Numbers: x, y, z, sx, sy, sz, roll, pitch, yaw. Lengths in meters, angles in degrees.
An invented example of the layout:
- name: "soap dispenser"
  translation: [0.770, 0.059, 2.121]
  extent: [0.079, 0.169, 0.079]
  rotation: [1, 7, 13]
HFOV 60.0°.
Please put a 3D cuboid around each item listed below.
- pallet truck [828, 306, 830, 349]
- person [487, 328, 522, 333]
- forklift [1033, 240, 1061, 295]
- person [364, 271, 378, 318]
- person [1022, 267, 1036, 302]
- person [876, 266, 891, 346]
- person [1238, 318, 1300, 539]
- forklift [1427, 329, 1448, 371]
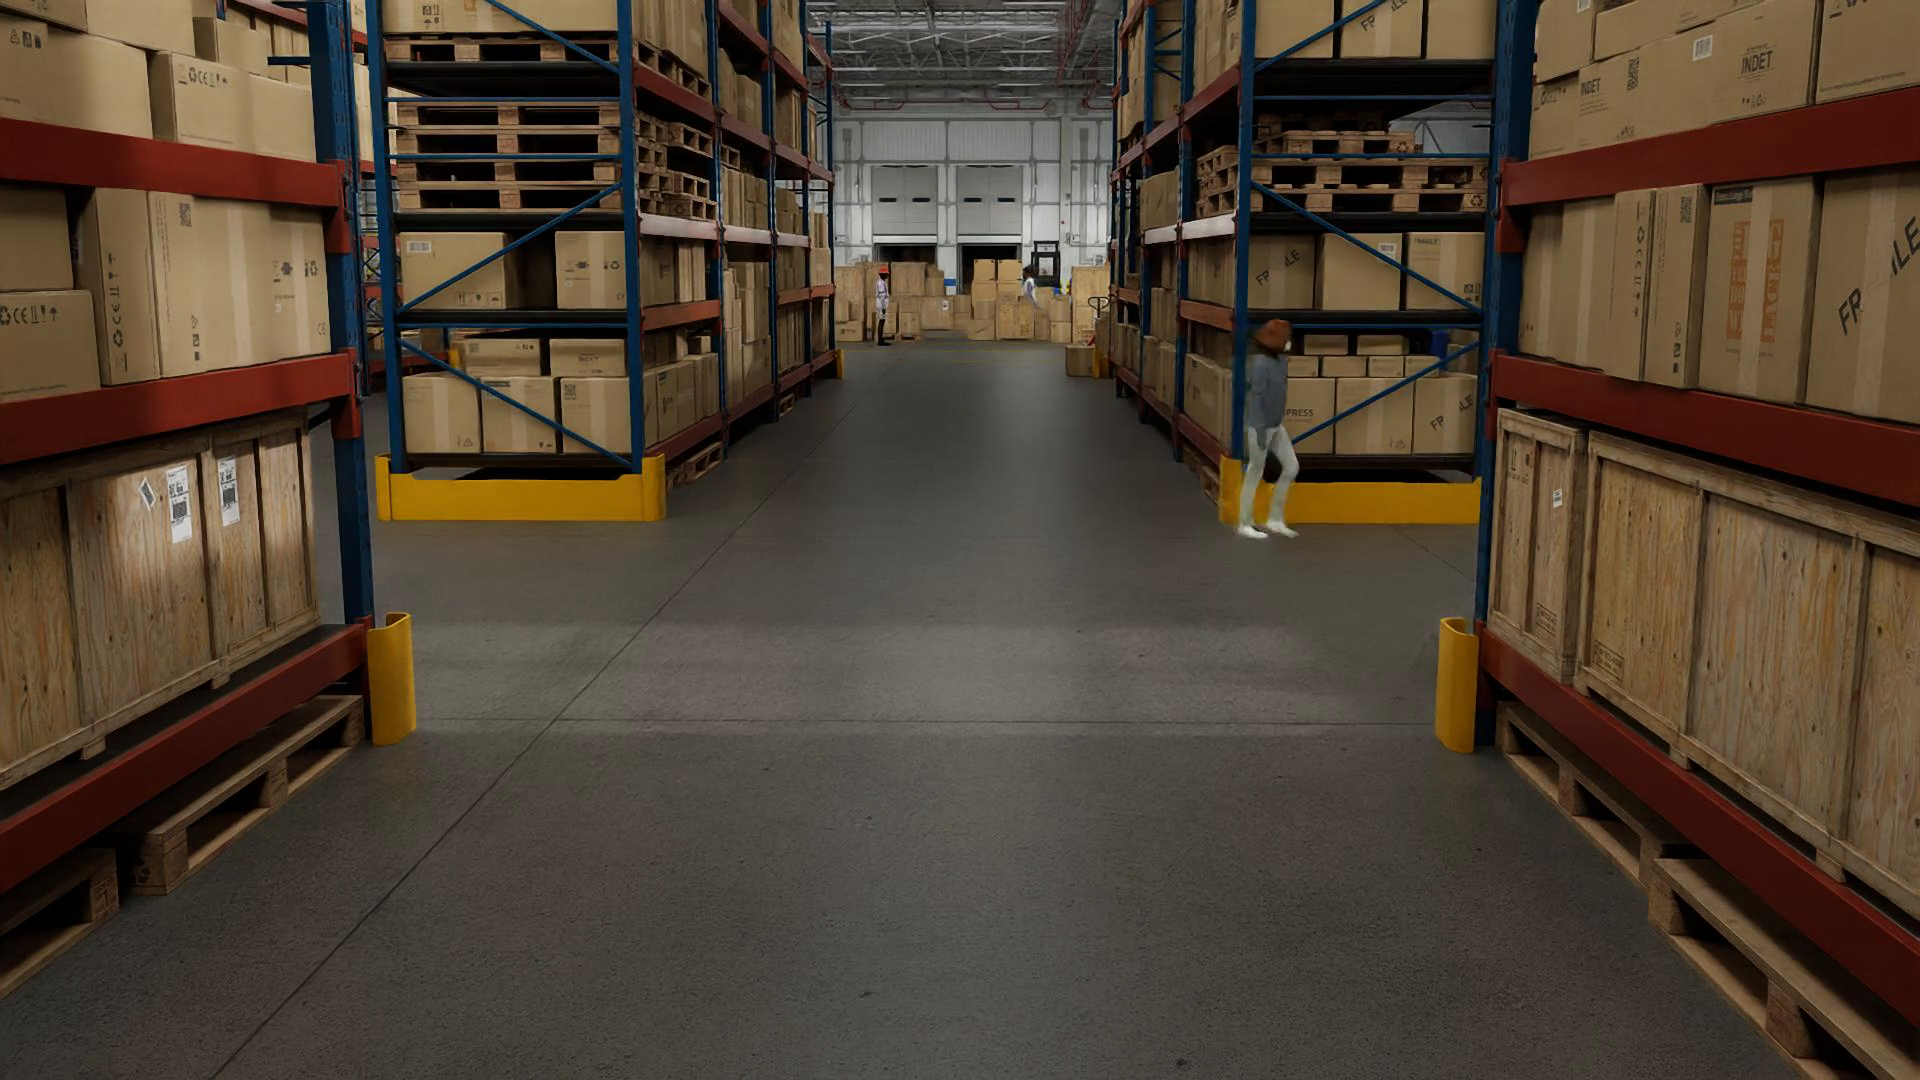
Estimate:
- name: "pallet truck"
  translation: [-3.100, -3.940, 29.800]
  extent: [1.885, 1.965, 0.823]
  rotation: [3, 10, 19]
- name: "person"
  translation: [-5.713, -2.443, 21.106]
  extent: [0.643, 1.910, 0.399]
  rotation: [8, 12, 40]
- name: "forklift"
  translation: [3.172, -9.648, 61.356]
  extent: [1.129, 2.768, 1.873]
  rotation: [0, 9, 1]
- name: "person"
  translation: [-21.716, -9.040, 61.192]
  extent: [0.551, 1.715, 0.914]
  rotation: [-1, 10, -5]
- name: "person"
  translation: [1.738, -6.440, 45.098]
  extent: [0.816, 1.883, 0.619]
  rotation: [-1, 10, -8]
- name: "person"
  translation: [-1.863, -5.693, 40.486]
  extent: [0.361, 1.938, 0.545]
  rotation: [-1, 10, -6]
- name: "person"
  translation: [2.293, -0.798, 12.110]
  extent: [0.565, 1.610, 0.537]
  rotation: [7, 12, 35]
- name: "forklift"
  translation: [5.939, -3.196, 22.705]
  extent: [1.129, 2.768, 1.873]
  rotation: [6, 11, 30]
